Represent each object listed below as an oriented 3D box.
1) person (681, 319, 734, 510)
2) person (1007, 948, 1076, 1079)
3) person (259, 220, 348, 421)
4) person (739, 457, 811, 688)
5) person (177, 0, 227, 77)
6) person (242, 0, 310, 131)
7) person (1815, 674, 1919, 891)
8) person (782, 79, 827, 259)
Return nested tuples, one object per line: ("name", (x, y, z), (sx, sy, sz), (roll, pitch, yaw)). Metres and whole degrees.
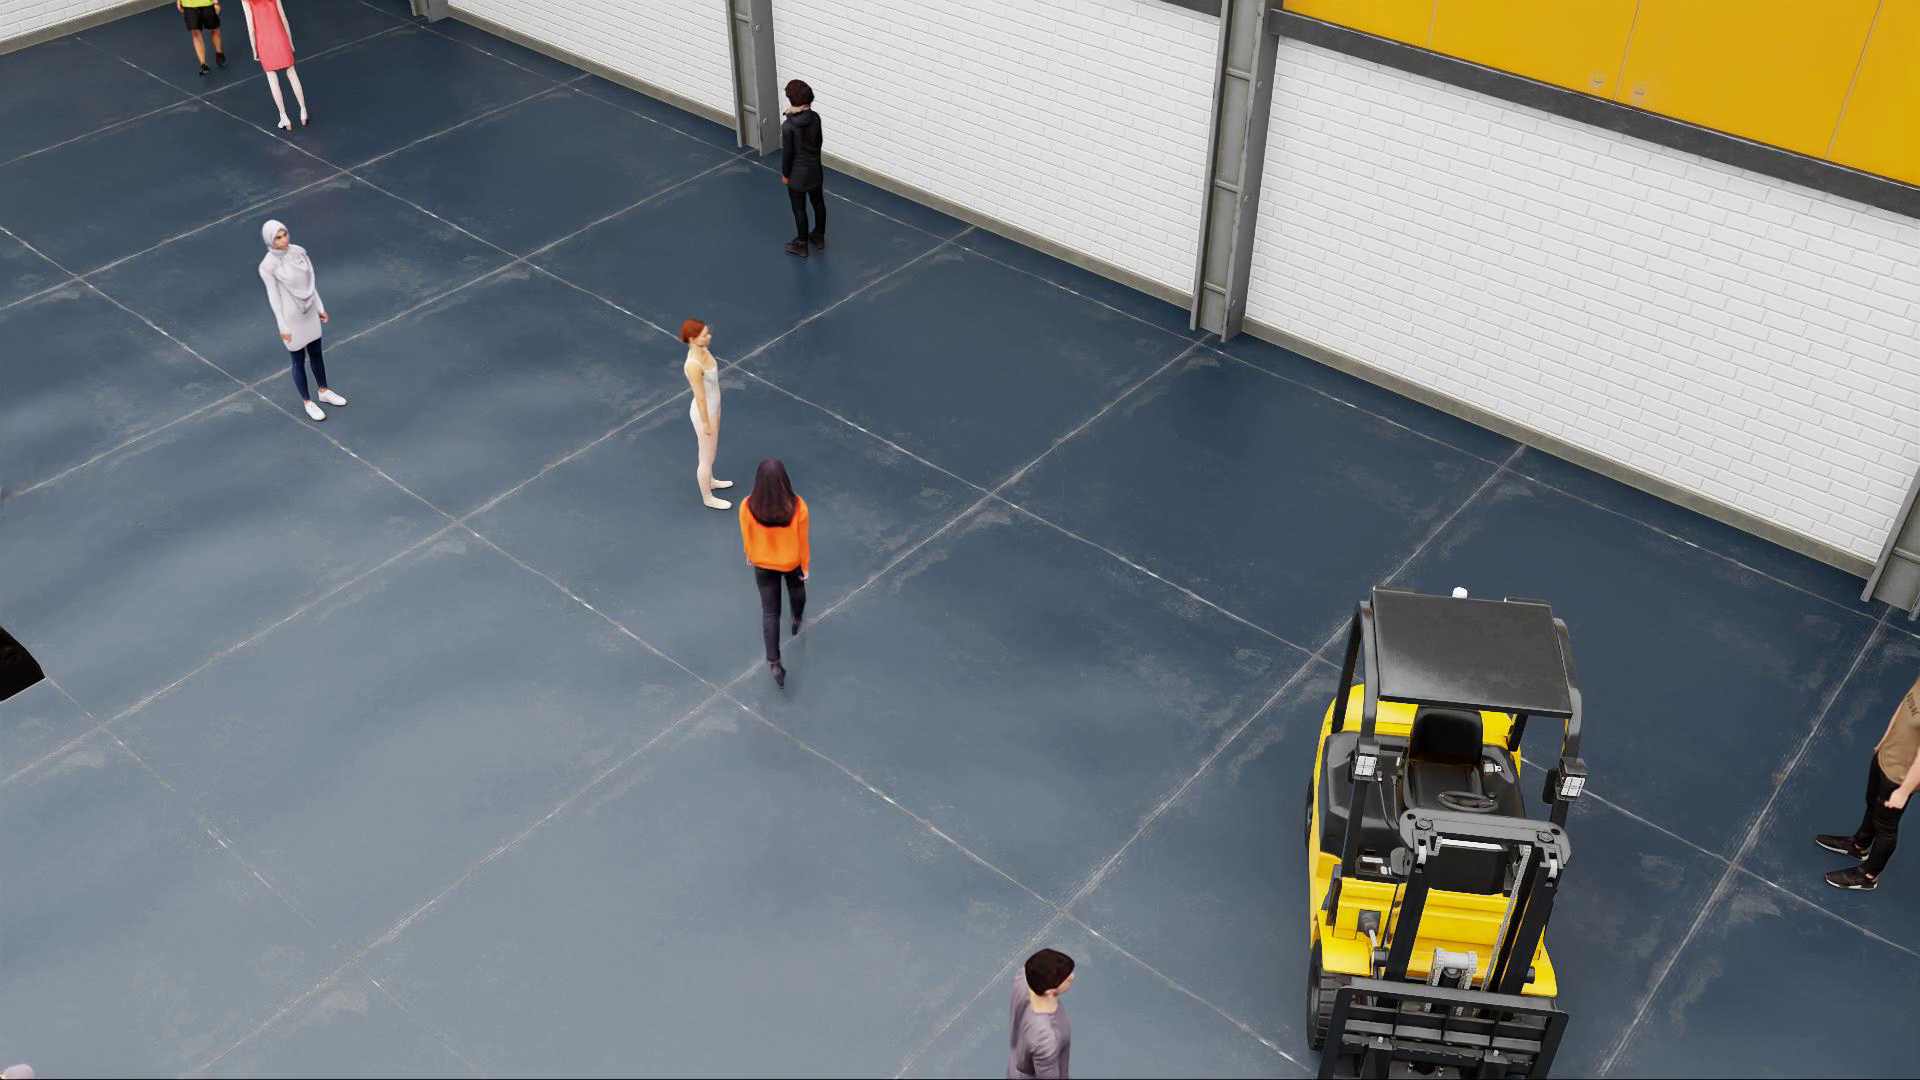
("person", (-1.982, -0.996, 12.900), (0.662, 1.644, 0.610), (-2, 39, -2))
("person", (0.375, 2.630, 8.196), (0.796, 1.849, 0.690), (-9, 39, -11))
("person", (-5.520, -1.854, 13.871), (0.575, 1.775, 0.640), (21, 43, 24))
("person", (-1.245, 0.228, 11.315), (1.098, 1.711, 1.120), (0, 39, 0))
("person", (-8.996, -6.398, 19.635), (0.984, 1.681, 1.104), (-9, 39, -11))
("person", (-7.557, -5.421, 18.295), (0.644, 1.826, 0.568), (-27, 46, -30))
("person", (5.562, 1.334, 9.818), (0.725, 1.851, 0.752), (9, 39, 11))
("person", (-1.500, -3.583, 16.030), (0.653, 1.781, 0.638), (-29, 47, -31))
